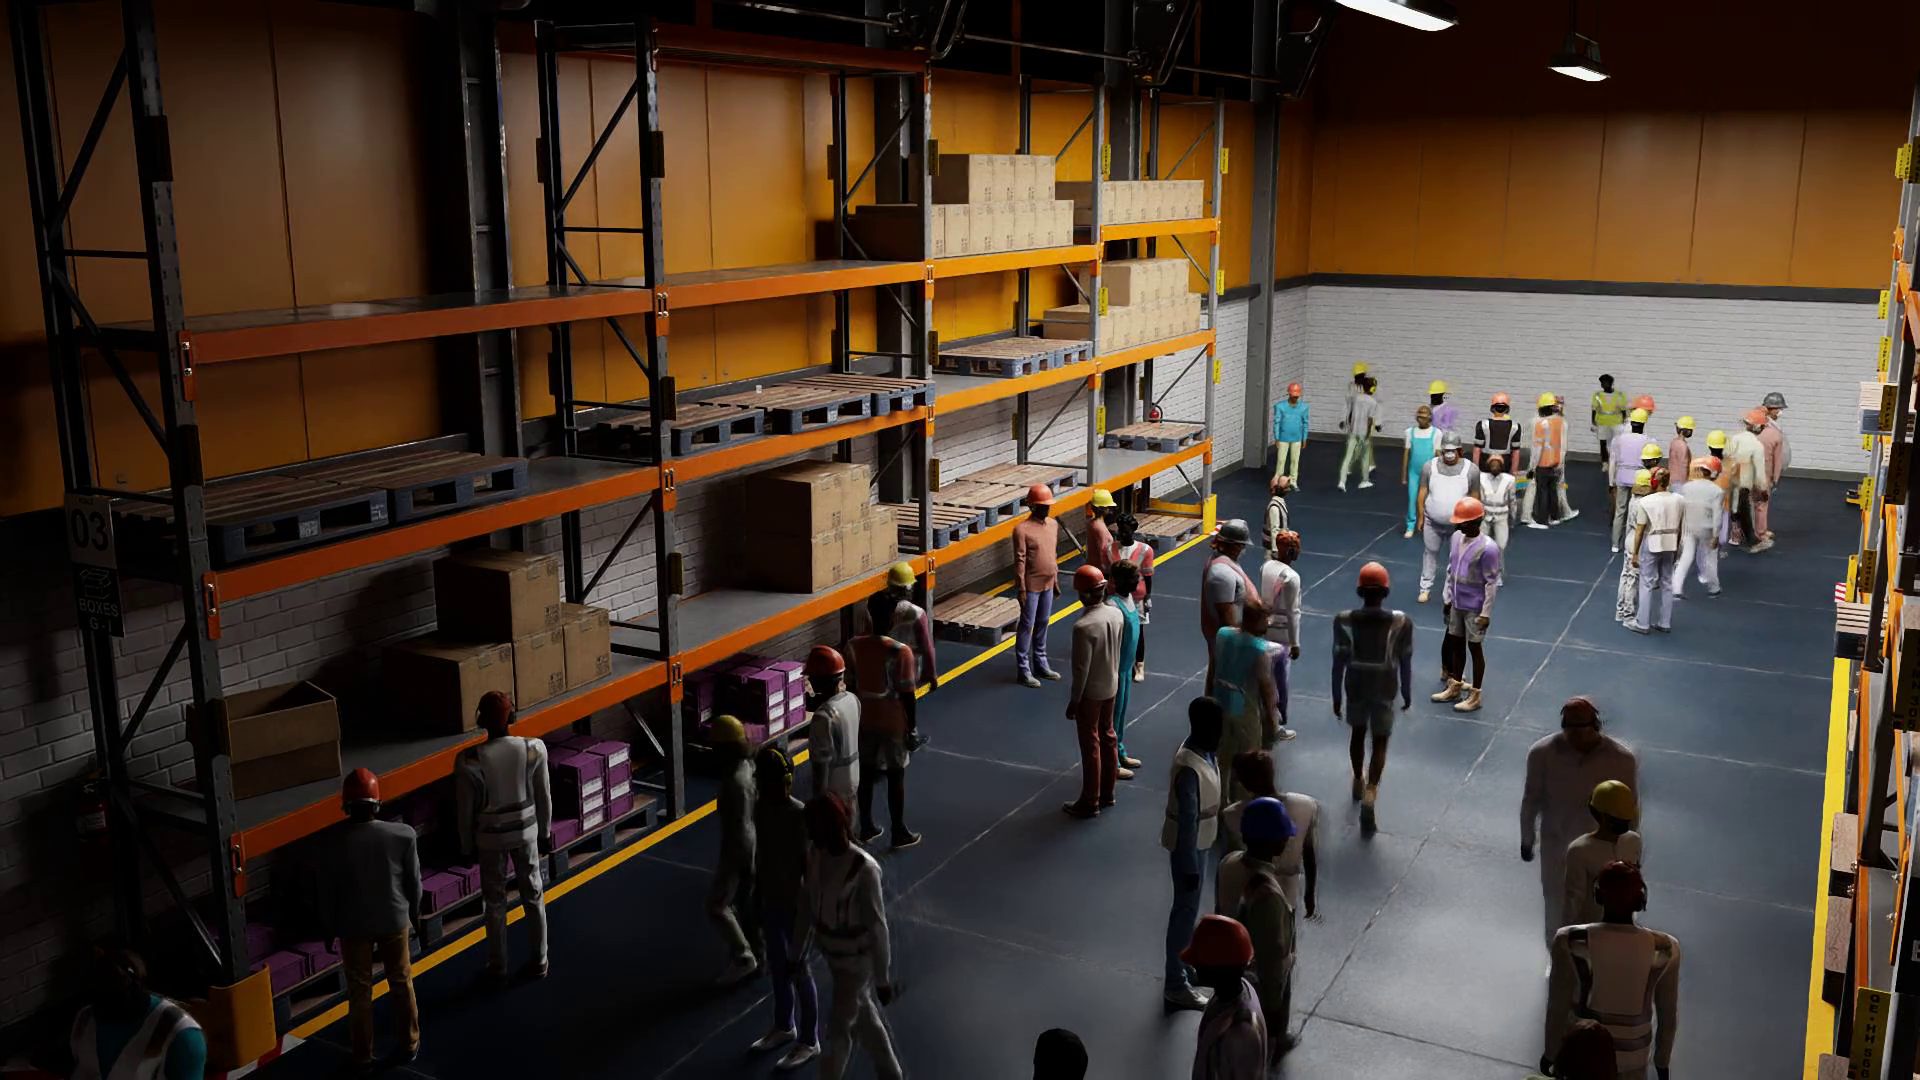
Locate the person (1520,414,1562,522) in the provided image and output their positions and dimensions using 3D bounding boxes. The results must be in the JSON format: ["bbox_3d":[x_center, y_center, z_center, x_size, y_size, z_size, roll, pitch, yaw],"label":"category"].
[{"bbox_3d":[8.403,-1.097,23.825,0.485,1.684,0.544,3,13,14],"label":"person"}]

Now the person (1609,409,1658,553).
[{"bbox_3d":[8.805,-0.763,21.779,0.594,1.926,0.366,8,15,33],"label":"person"}]

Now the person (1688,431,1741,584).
[{"bbox_3d":[9.150,-0.396,20.208,0.623,1.902,0.488,2,13,9],"label":"person"}]

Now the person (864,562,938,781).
[{"bbox_3d":[-0.488,1.065,13.929,0.623,1.777,0.957,8,15,31],"label":"person"}]

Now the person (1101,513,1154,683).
[{"bbox_3d":[1.638,0.563,16.380,0.536,1.693,0.319,4,13,18],"label":"person"}]

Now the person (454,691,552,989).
[{"bbox_3d":[-2.797,1.834,10.246,0.572,1.887,0.356,-6,14,-27],"label":"person"}]

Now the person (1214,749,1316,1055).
[{"bbox_3d":[1.736,2.061,9.391,0.631,1.824,0.379,-2,13,-7],"label":"person"}]

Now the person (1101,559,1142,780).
[{"bbox_3d":[1.342,1.056,13.825,0.346,1.846,0.506,5,13,20],"label":"person"}]

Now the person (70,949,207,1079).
[{"bbox_3d":[-3.461,2.587,7.012,0.629,1.836,0.429,3,13,15],"label":"person"}]

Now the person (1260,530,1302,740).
[{"bbox_3d":[2.829,0.836,14.752,0.354,1.877,0.576,-3,13,-15],"label":"person"}]

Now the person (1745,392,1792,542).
[{"bbox_3d":[11.001,-1.007,22.620,0.536,2.000,0.688,7,15,30],"label":"person"}]

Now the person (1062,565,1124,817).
[{"bbox_3d":[1.028,1.171,12.990,0.393,1.985,0.611,9,16,36],"label":"person"}]

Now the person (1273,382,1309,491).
[{"bbox_3d":[5.176,-1.606,26.000,0.563,1.734,0.382,-1,13,-3],"label":"person"}]

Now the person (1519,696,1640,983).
[{"bbox_3d":[3.813,1.830,10.291,0.693,1.877,0.603,4,13,19],"label":"person"}]

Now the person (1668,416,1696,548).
[{"bbox_3d":[9.606,-0.779,22.219,0.314,1.768,0.522,1,13,5],"label":"person"}]

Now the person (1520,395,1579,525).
[{"bbox_3d":[8.398,-1.141,23.634,1.000,1.851,0.660,-7,14,-28],"label":"person"}]

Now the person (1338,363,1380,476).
[{"bbox_3d":[6.590,-1.995,27.446,1.059,1.869,0.592,-9,16,-36],"label":"person"}]

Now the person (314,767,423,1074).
[{"bbox_3d":[-3.285,2.114,9.292,0.562,1.752,0.324,-7,14,-28],"label":"person"}]

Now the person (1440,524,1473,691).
[{"bbox_3d":[4.867,0.603,16.186,0.322,1.697,0.536,1,13,6],"label":"person"}]

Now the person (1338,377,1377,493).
[{"bbox_3d":[6.239,-1.649,26.034,0.529,1.815,1.007,9,16,36],"label":"person"}]

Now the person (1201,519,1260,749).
[{"bbox_3d":[2.372,0.798,14.534,0.537,2.000,0.679,0,13,1],"label":"person"}]

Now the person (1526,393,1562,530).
[{"bbox_3d":[8.235,-1.101,23.372,0.698,1.912,0.405,-9,16,-36],"label":"person"}]

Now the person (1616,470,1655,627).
[{"bbox_3d":[7.513,0.089,18.383,0.324,1.742,0.492,1,13,5],"label":"person"}]

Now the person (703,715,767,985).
[{"bbox_3d":[-1.406,1.908,10.257,0.456,1.726,0.515,-2,13,-8],"label":"person"}]

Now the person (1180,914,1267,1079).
[{"bbox_3d":[1.111,2.508,7.117,0.376,1.932,0.551,0,13,1],"label":"person"}]

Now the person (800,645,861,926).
[{"bbox_3d":[-0.865,1.636,11.043,0.385,1.928,0.546,5,13,21],"label":"person"}]

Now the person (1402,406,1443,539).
[{"bbox_3d":[6.299,-0.915,22.670,0.512,1.839,0.375,6,14,26],"label":"person"}]

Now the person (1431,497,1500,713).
[{"bbox_3d":[4.706,0.593,15.473,0.404,2.032,0.608,-5,13,-21],"label":"person"}]

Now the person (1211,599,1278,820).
[{"bbox_3d":[2.132,1.327,12.696,0.415,1.817,0.627,-8,15,-31],"label":"person"}]

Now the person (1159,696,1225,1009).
[{"bbox_3d":[1.401,1.858,10.072,0.379,1.915,0.591,3,13,14],"label":"person"}]

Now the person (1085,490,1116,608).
[{"bbox_3d":[1.446,0.351,17.157,0.309,1.769,0.525,-2,13,-10],"label":"person"}]

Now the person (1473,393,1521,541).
[{"bbox_3d":[7.250,-0.982,22.547,0.612,2.029,0.407,1,13,5],"label":"person"}]

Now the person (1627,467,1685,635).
[{"bbox_3d":[7.558,0.126,18.012,0.567,1.836,0.387,-3,13,-12],"label":"person"}]

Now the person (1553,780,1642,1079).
[{"bbox_3d":[3.510,2.150,9.103,0.533,1.768,0.310,-6,14,-25],"label":"person"}]

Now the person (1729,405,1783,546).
[{"bbox_3d":[10.591,-0.848,22.209,0.654,1.906,0.406,5,14,22],"label":"person"}]

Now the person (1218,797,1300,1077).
[{"bbox_3d":[1.482,2.221,8.370,0.393,1.949,0.602,-2,13,-10],"label":"person"}]

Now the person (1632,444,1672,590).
[{"bbox_3d":[8.282,-0.283,20.021,0.329,1.760,0.522,-7,14,-29],"label":"person"}]

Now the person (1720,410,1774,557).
[{"bbox_3d":[10.204,-0.724,21.586,1.029,1.932,0.639,-1,13,-5],"label":"person"}]

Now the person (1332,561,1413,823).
[{"bbox_3d":[3.191,1.167,12.969,0.608,2.010,0.953,5,14,21],"label":"person"}]

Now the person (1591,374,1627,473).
[{"bbox_3d":[10.773,-1.928,27.587,0.615,1.659,0.359,6,14,24],"label":"person"}]

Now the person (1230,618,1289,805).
[{"bbox_3d":[2.288,1.338,13.053,0.565,1.624,0.364,4,13,17],"label":"person"}]

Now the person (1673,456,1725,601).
[{"bbox_3d":[8.676,-0.131,19.448,0.819,1.705,0.568,-8,15,-30],"label":"person"}]

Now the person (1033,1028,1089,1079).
[{"bbox_3d":[0.378,2.721,6.203,0.593,1.920,0.392,-10,16,-37],"label":"person"}]

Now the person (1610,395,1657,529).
[{"bbox_3d":[9.413,-1.081,23.256,0.526,1.908,0.559,12,17,43],"label":"person"}]

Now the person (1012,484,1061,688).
[{"bbox_3d":[0.759,0.431,16.281,0.375,1.995,0.610,11,17,40],"label":"person"}]

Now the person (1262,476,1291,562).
[{"bbox_3d":[3.533,0.085,18.634,0.315,1.640,0.515,3,13,14],"label":"person"}]

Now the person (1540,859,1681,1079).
[{"bbox_3d":[3.019,2.390,7.761,0.584,1.881,0.339,2,13,9],"label":"person"}]

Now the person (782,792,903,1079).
[{"bbox_3d":[-0.664,2.212,8.666,0.947,1.832,0.608,-8,15,-33],"label":"person"}]

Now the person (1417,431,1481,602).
[{"bbox_3d":[5.638,-0.257,19.262,0.689,2.000,0.539,4,13,18],"label":"person"}]

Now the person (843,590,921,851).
[{"bbox_3d":[-0.570,1.330,12.319,0.602,1.967,0.366,7,14,29],"label":"person"}]

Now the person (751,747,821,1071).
[{"bbox_3d":[-0.993,2.052,9.344,0.503,1.861,0.328,12,17,42],"label":"person"}]

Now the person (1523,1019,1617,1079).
[{"bbox_3d":[2.509,2.732,6.815,0.501,1.628,0.270,10,16,38],"label":"person"}]

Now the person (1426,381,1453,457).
[{"bbox_3d":[7.035,-1.421,24.752,0.506,1.909,0.603,-3,13,-15],"label":"person"}]

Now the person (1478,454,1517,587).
[{"bbox_3d":[6.457,-0.236,20.125,0.540,1.613,0.606,3,13,13],"label":"person"}]
